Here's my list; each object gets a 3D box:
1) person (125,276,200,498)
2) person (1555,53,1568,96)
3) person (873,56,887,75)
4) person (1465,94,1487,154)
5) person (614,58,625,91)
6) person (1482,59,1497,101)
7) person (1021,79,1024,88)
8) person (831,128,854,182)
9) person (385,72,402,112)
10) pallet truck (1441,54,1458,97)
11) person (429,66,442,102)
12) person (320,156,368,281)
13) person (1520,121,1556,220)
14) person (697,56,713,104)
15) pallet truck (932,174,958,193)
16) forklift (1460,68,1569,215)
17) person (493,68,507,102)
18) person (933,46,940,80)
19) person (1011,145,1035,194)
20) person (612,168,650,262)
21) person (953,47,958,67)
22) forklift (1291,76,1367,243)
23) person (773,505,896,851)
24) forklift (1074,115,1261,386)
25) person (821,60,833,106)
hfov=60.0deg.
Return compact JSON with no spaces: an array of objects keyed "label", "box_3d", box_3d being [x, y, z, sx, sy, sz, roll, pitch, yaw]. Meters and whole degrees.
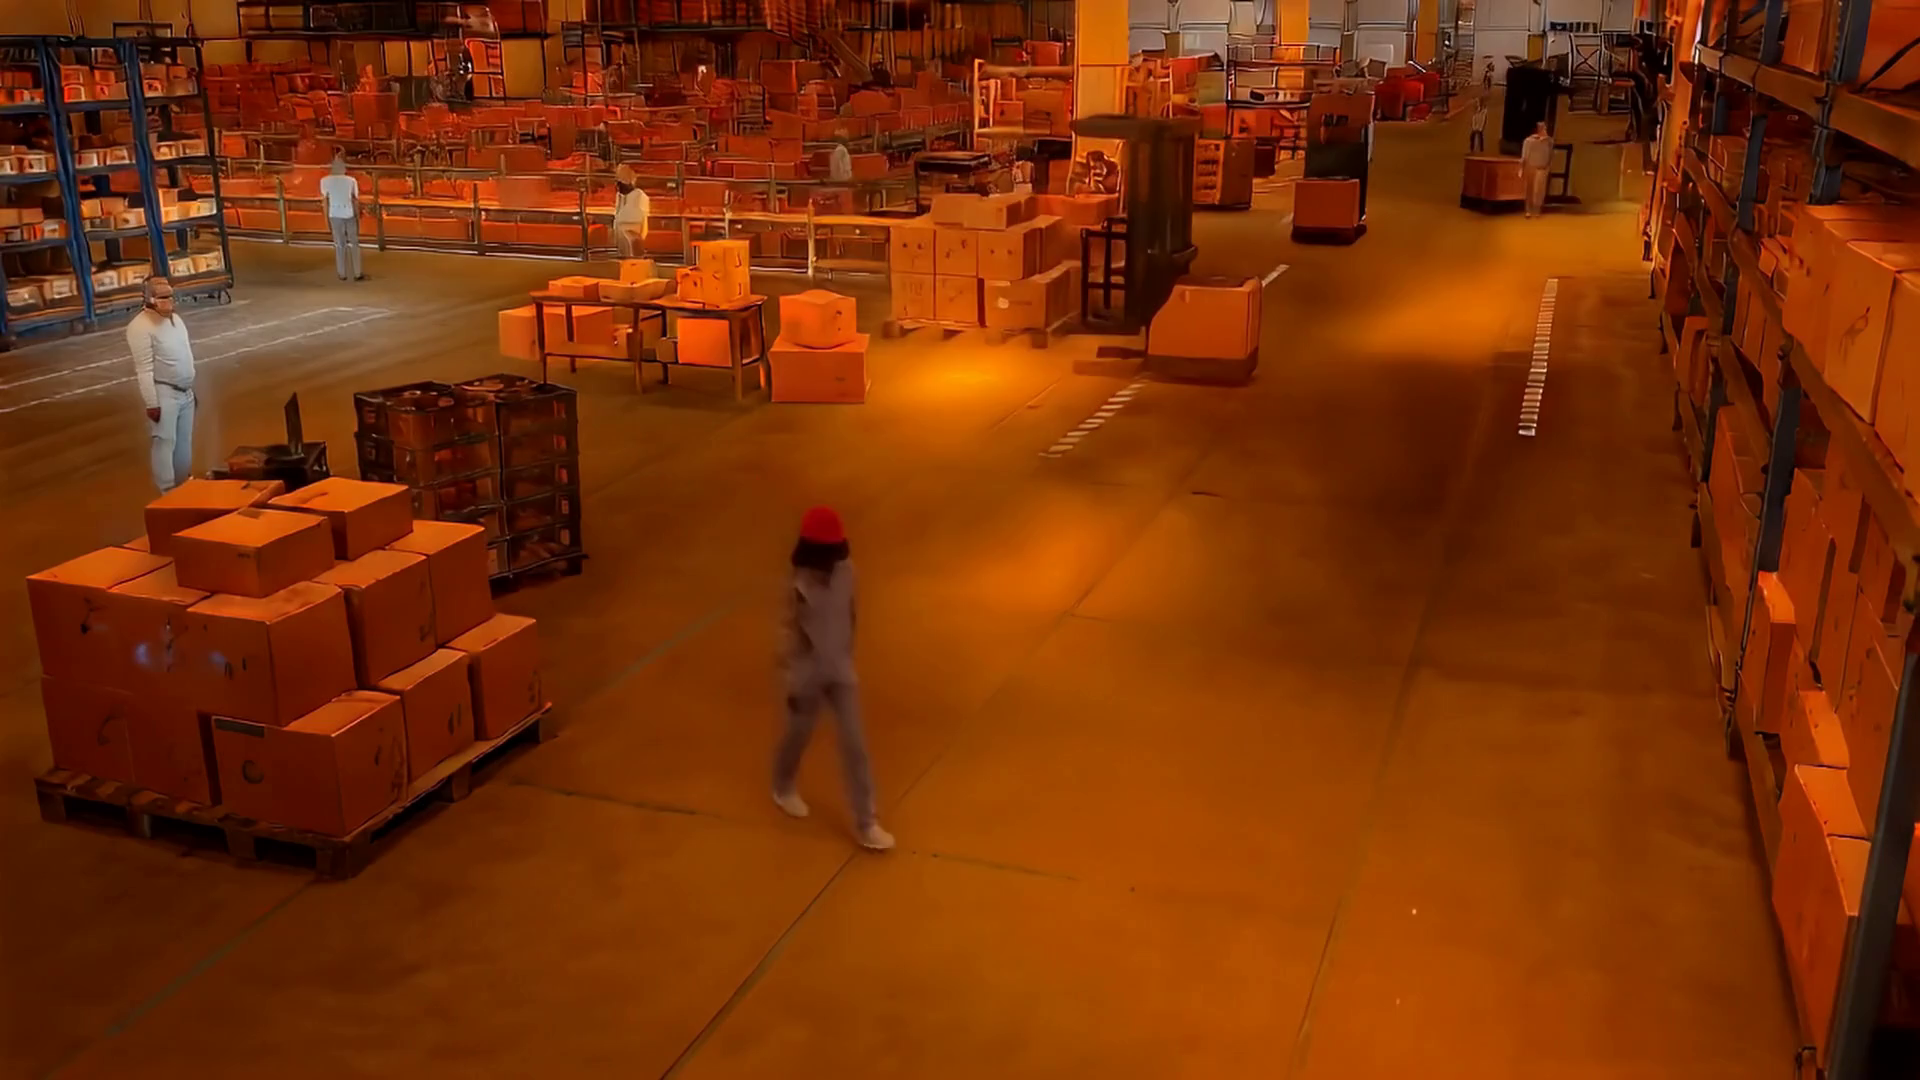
[{"label":"person","box_3d":[-6.350,-1.168,13.403,0.406,1.911,0.639,2,18,5]},{"label":"person","box_3d":[28.815,-22.319,79.717,0.611,1.997,0.375,-3,18,-9]},{"label":"person","box_3d":[-3.760,-21.883,78.529,0.651,1.883,1.021,1,18,4]},{"label":"person","box_3d":[14.607,-11.748,46.999,0.650,1.672,0.548,-9,20,-25]},{"label":"person","box_3d":[-15.075,-20.315,73.569,0.417,1.912,0.588,2,18,6]},{"label":"person","box_3d":[23.974,-20.810,75.277,0.639,1.800,0.899,0,18,1]},{"label":"person","box_3d":[2.575,-19.982,72.300,0.373,2.043,0.615,10,20,29]},{"label":"person","box_3d":[-2.228,-6.518,30.251,0.971,1.900,0.650,1,18,4]},{"label":"person","box_3d":[-19.867,-15.461,58.387,0.515,1.865,0.329,-7,19,-21]},{"label":"pallet truck","box_3d":[22.765,-21.886,78.355,0.823,1.965,1.885,-4,18,-14]},{"label":"person","box_3d":[-20.808,-17.869,65.940,0.576,1.872,0.591,7,19,20]},{"label":"person","box_3d":[-9.244,-4.802,24.922,0.565,1.845,0.387,0,18,0]},{"label":"person","box_3d":[11.217,-7.180,32.335,0.656,1.884,0.564,2,18,7]},{"label":"person","box_3d":[-11.176,-20.183,72.934,0.689,2.000,0.539,-3,18,-11]},{"label":"pallet truck","box_3d":[-0.507,-5.292,27.348,0.653,1.274,1.630,6,19,19]},{"label":"forklift","box_3d":[11.197,-8.001,33.294,1.873,2.768,1.129,-6,19,-18]},{"label":"person","box_3d":[-18.119,-17.708,65.622,0.518,1.756,0.348,-2,18,-8]},{"label":"person","box_3d":[-1.369,-27.875,97.254,0.387,1.948,0.602,14,22,36]},{"label":"person","box_3d":[1.074,-6.034,29.038,0.318,1.696,0.537,17,24,42]},{"label":"person","box_3d":[-4.641,-4.303,23.377,0.603,1.830,0.404,9,20,27]},{"label":"person","box_3d":[-0.158,-26.361,92.420,0.611,1.995,0.375,9,20,27]},{"label":"forklift","box_3d":[6.598,-6.755,29.381,1.129,2.768,1.873,6,19,19]},{"label":"person","box_3d":[-0.669,0.643,8.051,0.501,1.692,0.902,-13,22,-35]},{"label":"forklift","box_3d":[2.328,-3.210,18.242,1.873,2.768,1.129,6,19,18]},{"label":"person","box_3d":[-5.599,-19.405,70.697,0.583,1.906,0.798,-12,21,-33]}]
